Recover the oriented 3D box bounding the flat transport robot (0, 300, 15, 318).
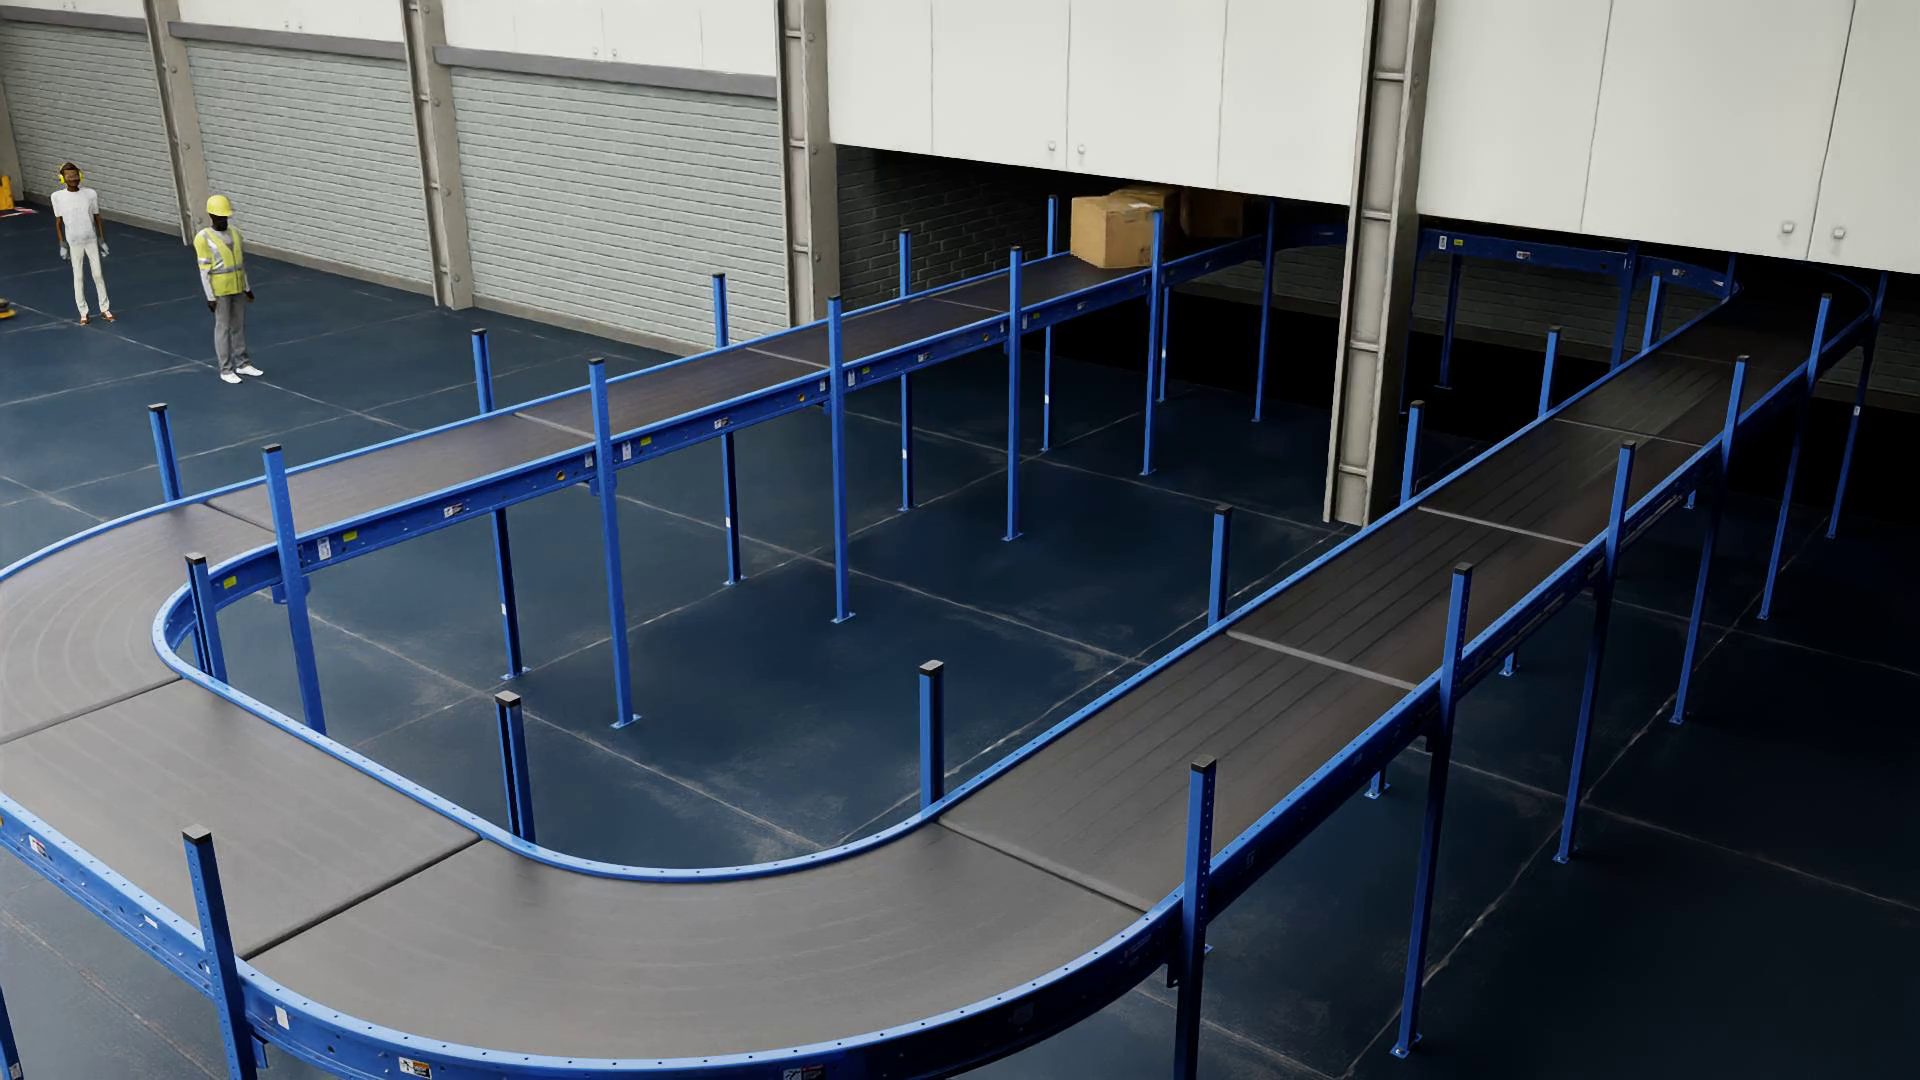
[{"bbox_3d":[-12.047,-2.776,19.840,1.431,0.197,0.652,11,24,25],"label":"flat transport robot"}]

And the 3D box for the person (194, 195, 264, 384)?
[{"bbox_3d":[-7.535,-2.592,17.148,0.381,1.923,0.591,8,23,20],"label":"person"}]

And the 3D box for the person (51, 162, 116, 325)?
[{"bbox_3d":[-10.242,-3.462,19.427,0.528,1.876,0.323,-15,26,-33],"label":"person"}]
